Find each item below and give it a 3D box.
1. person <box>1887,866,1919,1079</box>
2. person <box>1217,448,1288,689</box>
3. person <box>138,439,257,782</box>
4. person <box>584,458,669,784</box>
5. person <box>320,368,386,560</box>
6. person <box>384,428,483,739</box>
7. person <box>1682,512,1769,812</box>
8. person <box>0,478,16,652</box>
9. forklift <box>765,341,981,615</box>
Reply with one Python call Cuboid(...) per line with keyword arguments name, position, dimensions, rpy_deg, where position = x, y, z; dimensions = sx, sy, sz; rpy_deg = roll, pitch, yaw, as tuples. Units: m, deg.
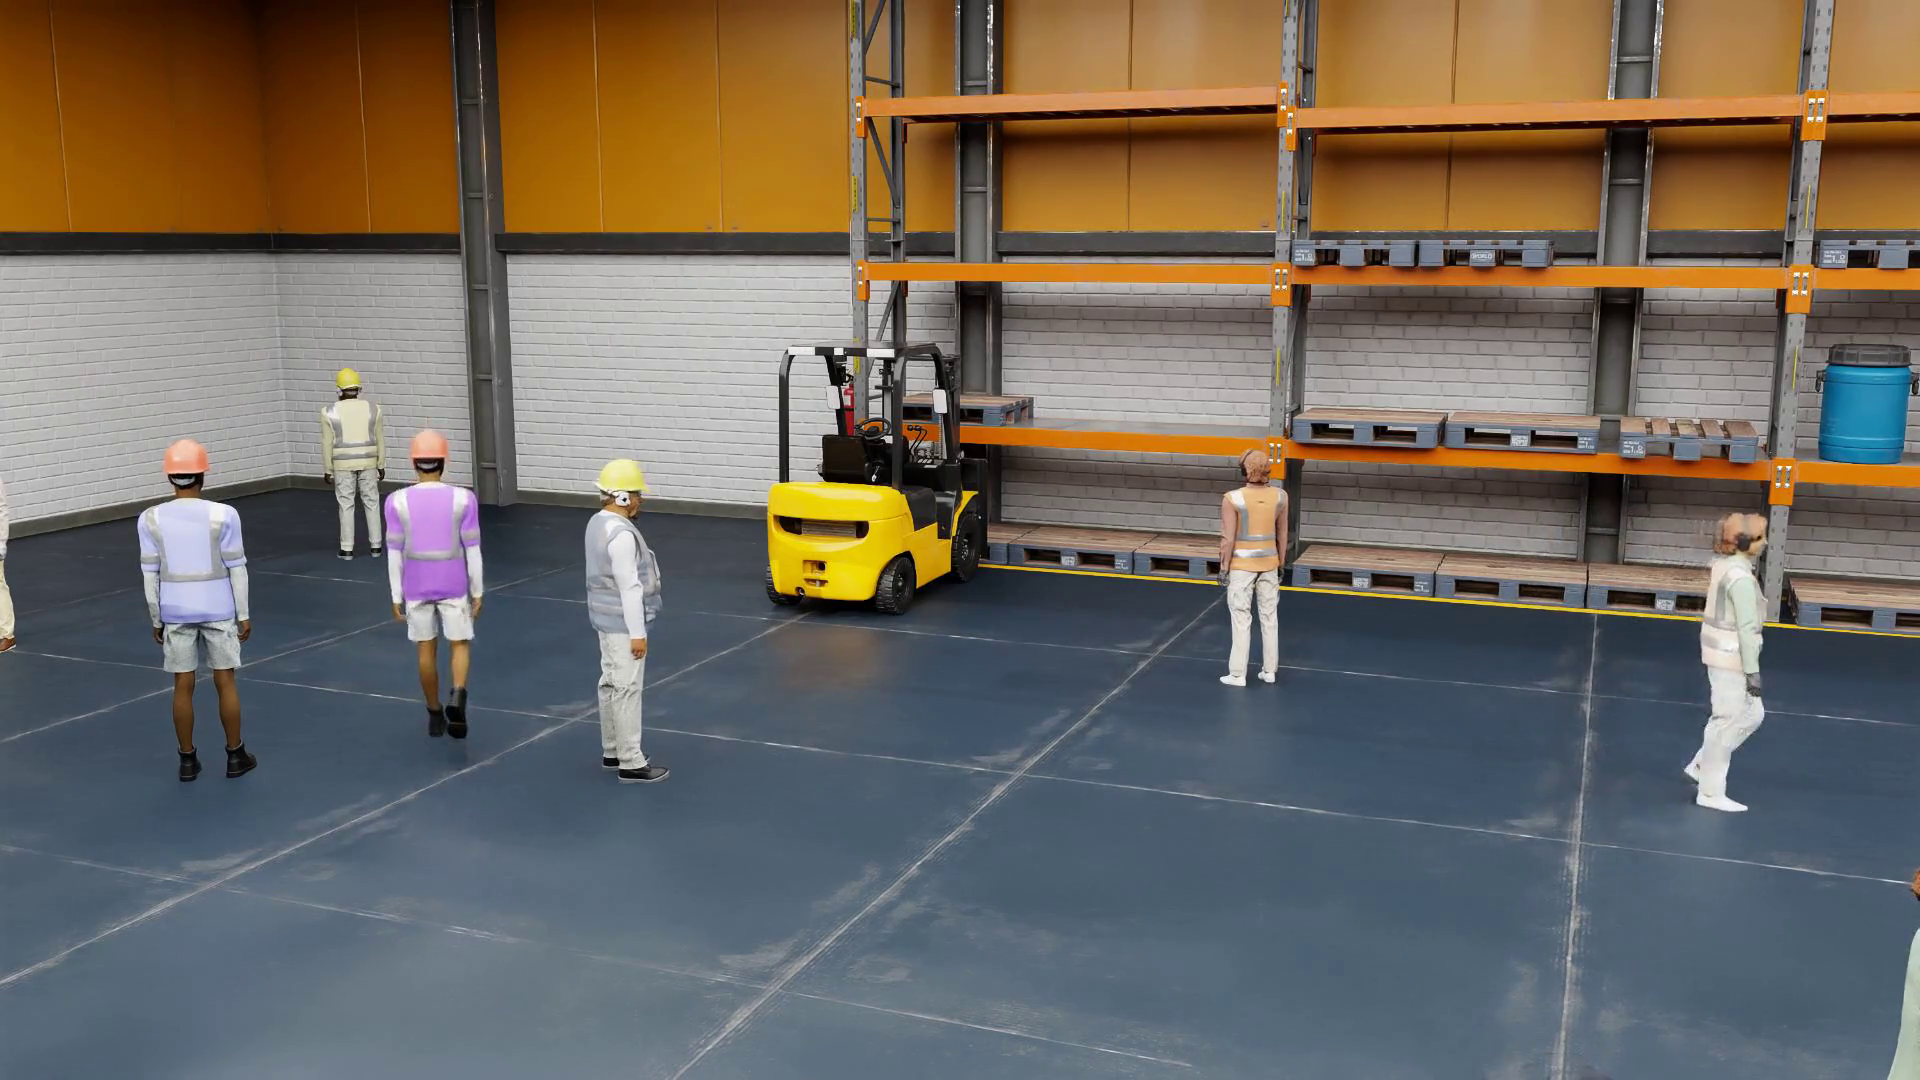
Cuboid(name="person", position=(2.417, 1.502, 4.084), dimensions=(0.289, 1.633, 0.499), rpy_deg=(4, 11, 21))
Cuboid(name="person", position=(1.996, 0.197, 11.342), dimensions=(0.524, 1.639, 0.306), rpy_deg=(-4, 11, -20))
Cuboid(name="person", position=(-4.287, 0.399, 9.373), dimensions=(0.545, 1.942, 0.349), rpy_deg=(-3, 10, -14))
Cuboid(name="person", position=(-1.887, 0.453, 9.381), dimensions=(0.404, 1.832, 0.589), rpy_deg=(-6, 12, -28))
Cuboid(name="person", position=(-5.809, -0.728, 15.944), dimensions=(0.591, 1.837, 0.403), rpy_deg=(-6, 12, -32))
Cuboid(name="person", position=(-3.169, 0.292, 10.051), dimensions=(0.546, 1.921, 0.655), rpy_deg=(-3, 11, -16))
Cuboid(name="person", position=(4.113, 0.657, 8.804), dimensions=(0.376, 1.623, 0.526), rpy_deg=(3, 11, 18))
Cuboid(name="person", position=(-7.256, 0.030, 12.287), dimensions=(0.507, 1.632, 0.279), rpy_deg=(3, 11, 16))
Cuboid(name="forklift", position=(-0.739, -0.602, 14.246), dimensions=(1.214, 2.155, 2.313), rpy_deg=(4, 11, 21))
